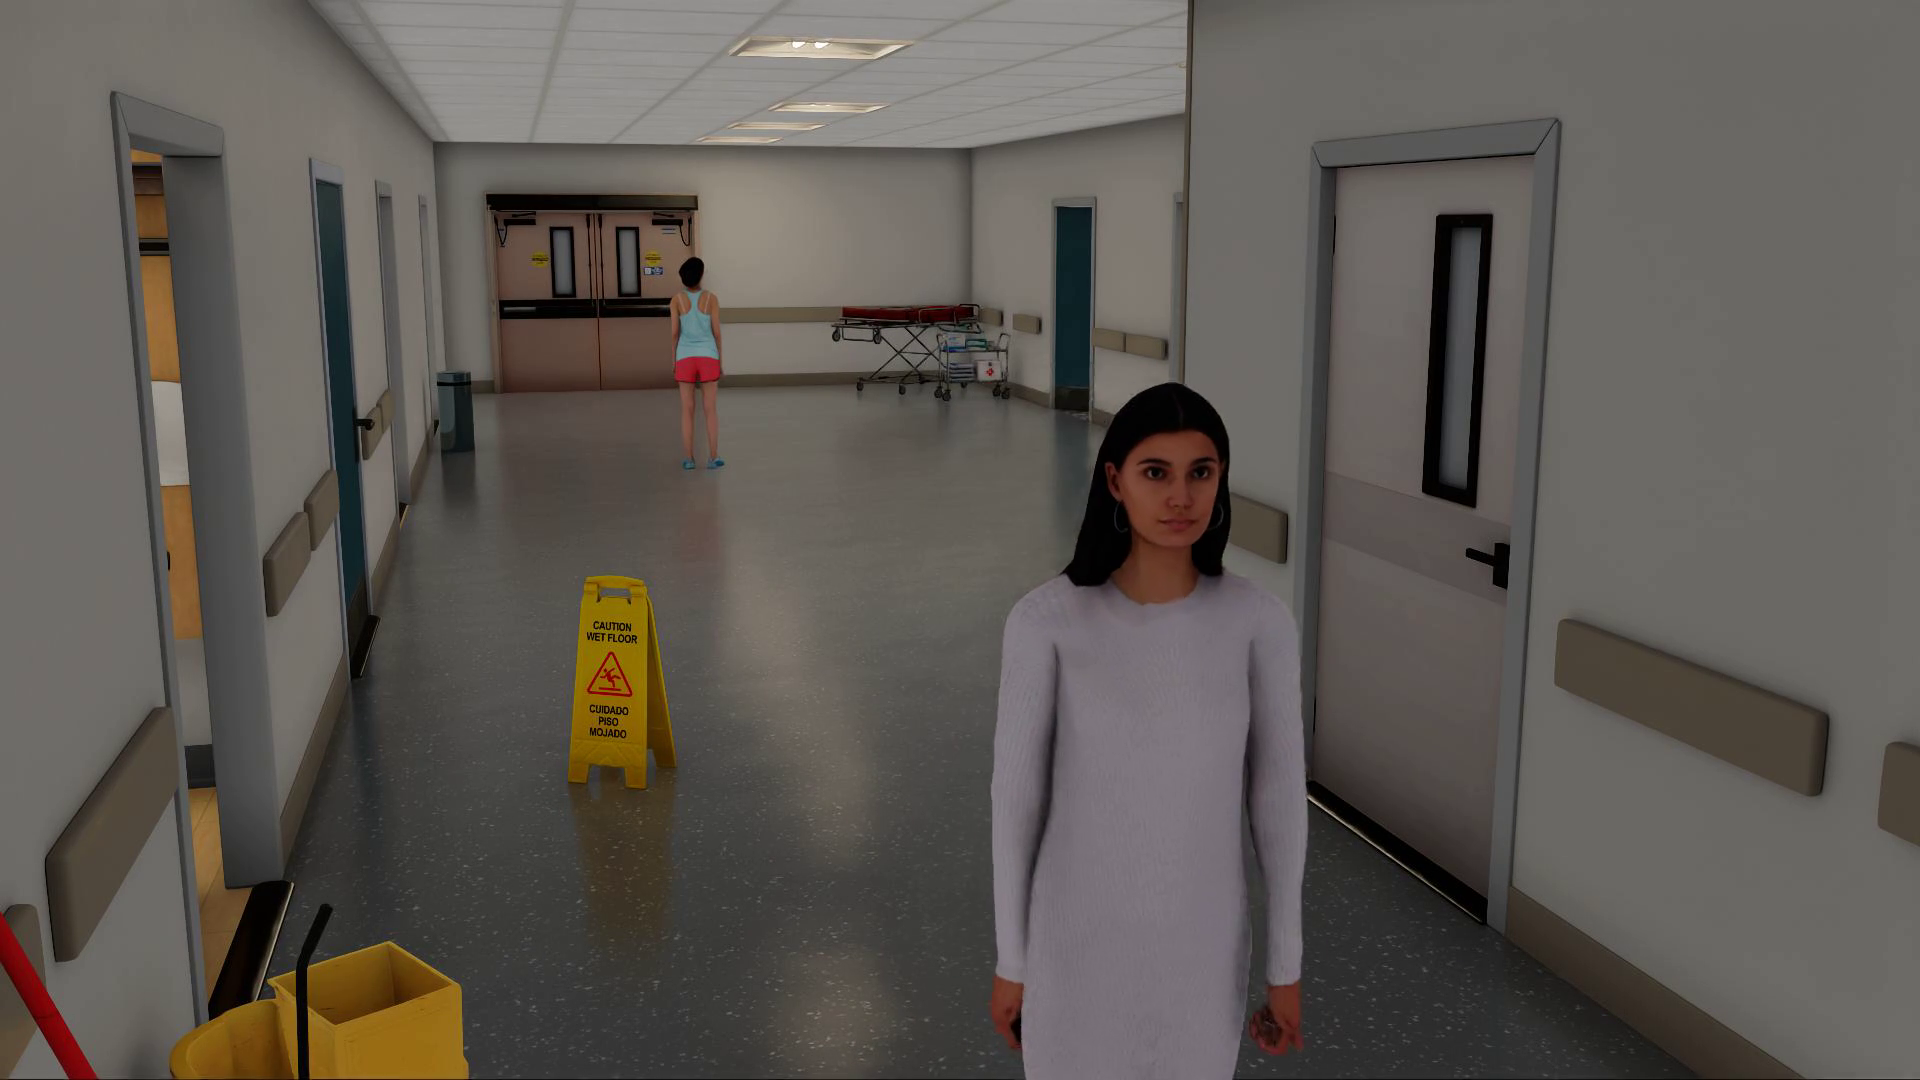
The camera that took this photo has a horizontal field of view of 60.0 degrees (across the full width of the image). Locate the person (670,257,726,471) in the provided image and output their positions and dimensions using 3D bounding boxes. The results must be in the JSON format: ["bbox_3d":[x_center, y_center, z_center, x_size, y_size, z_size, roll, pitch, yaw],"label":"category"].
[{"bbox_3d":[-2.204,-1.480,13.940,0.639,1.764,0.613,-1,11,-3],"label":"person"}]

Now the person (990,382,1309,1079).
[{"bbox_3d":[0.275,0.646,2.636,0.653,1.800,0.616,-1,11,-7],"label":"person"}]
